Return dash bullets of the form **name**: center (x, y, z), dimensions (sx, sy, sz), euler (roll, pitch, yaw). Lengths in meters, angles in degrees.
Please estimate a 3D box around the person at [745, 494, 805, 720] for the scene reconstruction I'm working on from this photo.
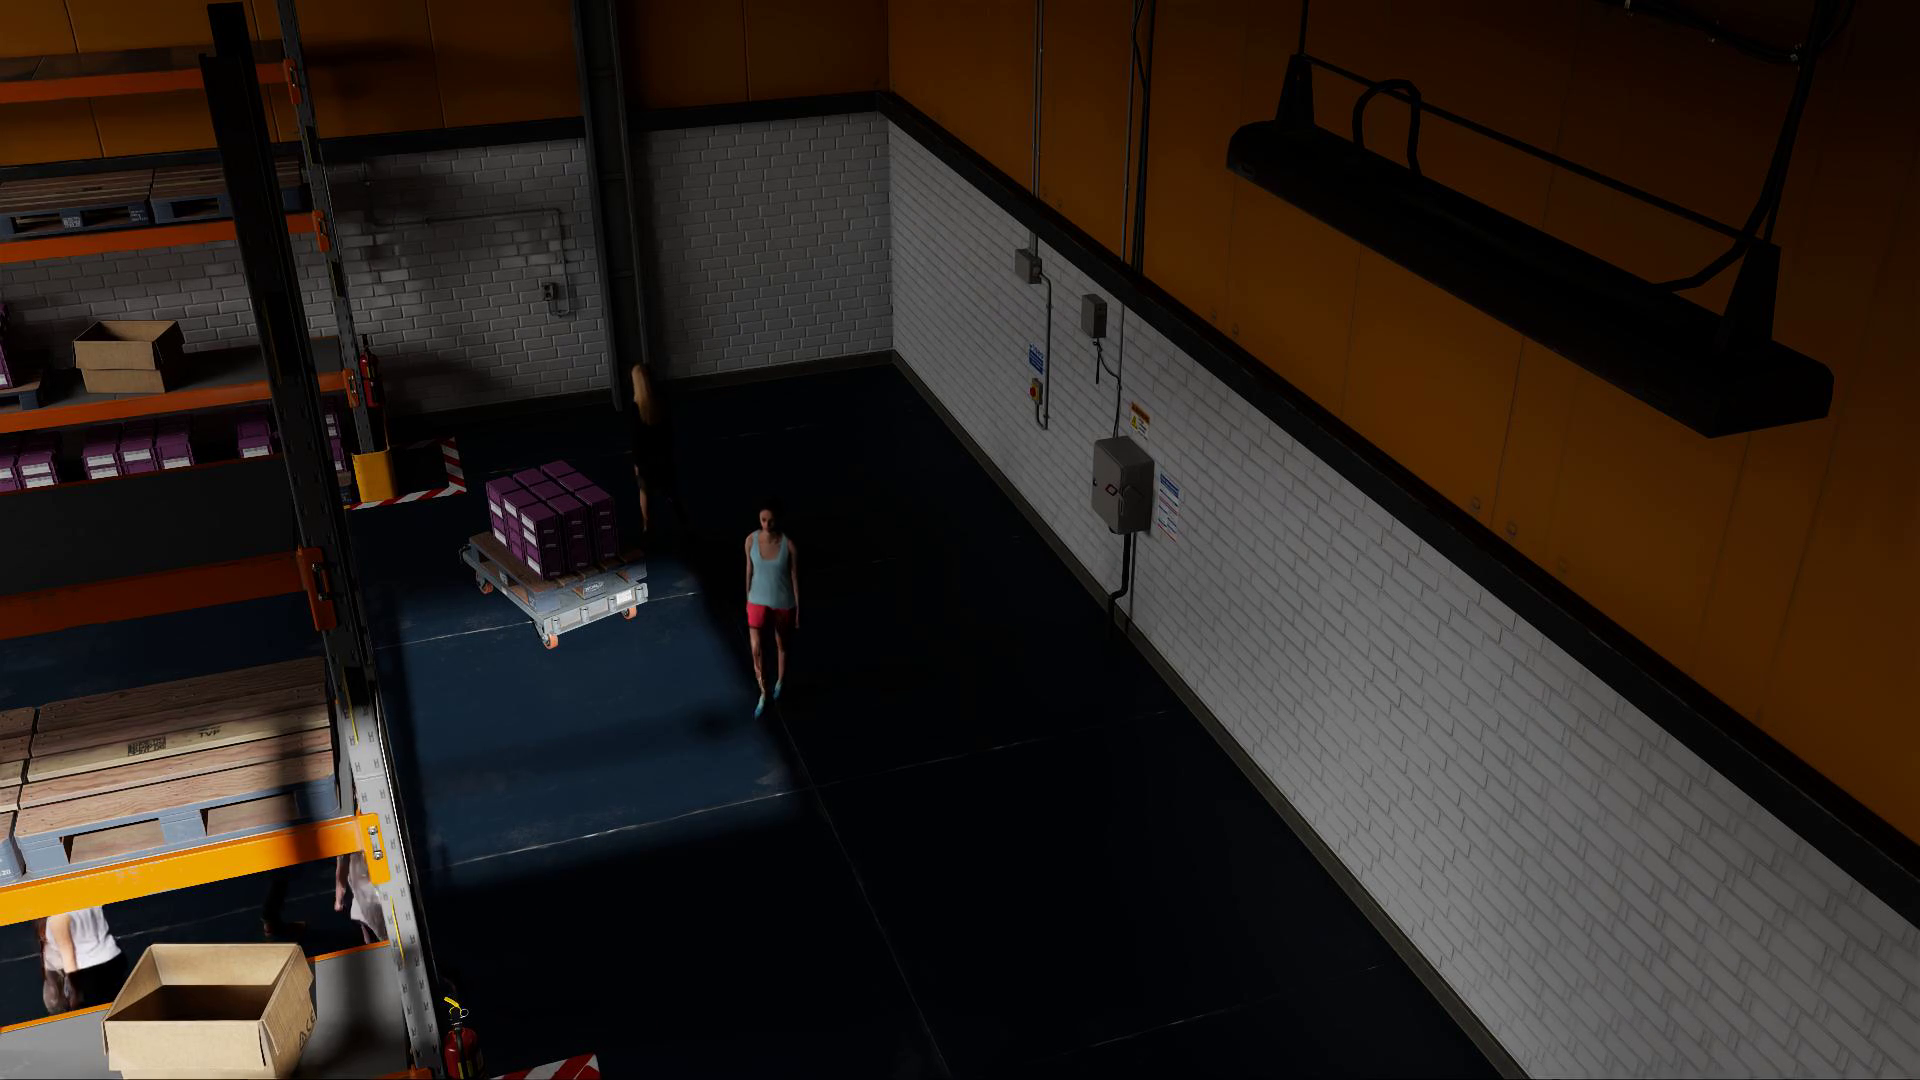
- **person**: center (-1.384, 0.444, 12.493), dimensions (0.840, 1.750, 0.869), euler (3, 29, 6)

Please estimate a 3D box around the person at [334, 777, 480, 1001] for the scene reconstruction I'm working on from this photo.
- **person**: center (-3.284, 2.028, 9.576), dimensions (1.133, 1.761, 0.910), euler (5, 29, 8)

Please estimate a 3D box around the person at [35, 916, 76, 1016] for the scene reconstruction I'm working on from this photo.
- **person**: center (-5.006, 2.550, 9.232), dimensions (0.744, 1.175, 0.629), euler (-23, 36, -36)

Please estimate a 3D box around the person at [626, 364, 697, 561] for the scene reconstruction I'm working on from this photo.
- **person**: center (-2.579, -0.639, 14.421), dimensions (1.189, 1.804, 0.959), euler (-22, 36, -35)
